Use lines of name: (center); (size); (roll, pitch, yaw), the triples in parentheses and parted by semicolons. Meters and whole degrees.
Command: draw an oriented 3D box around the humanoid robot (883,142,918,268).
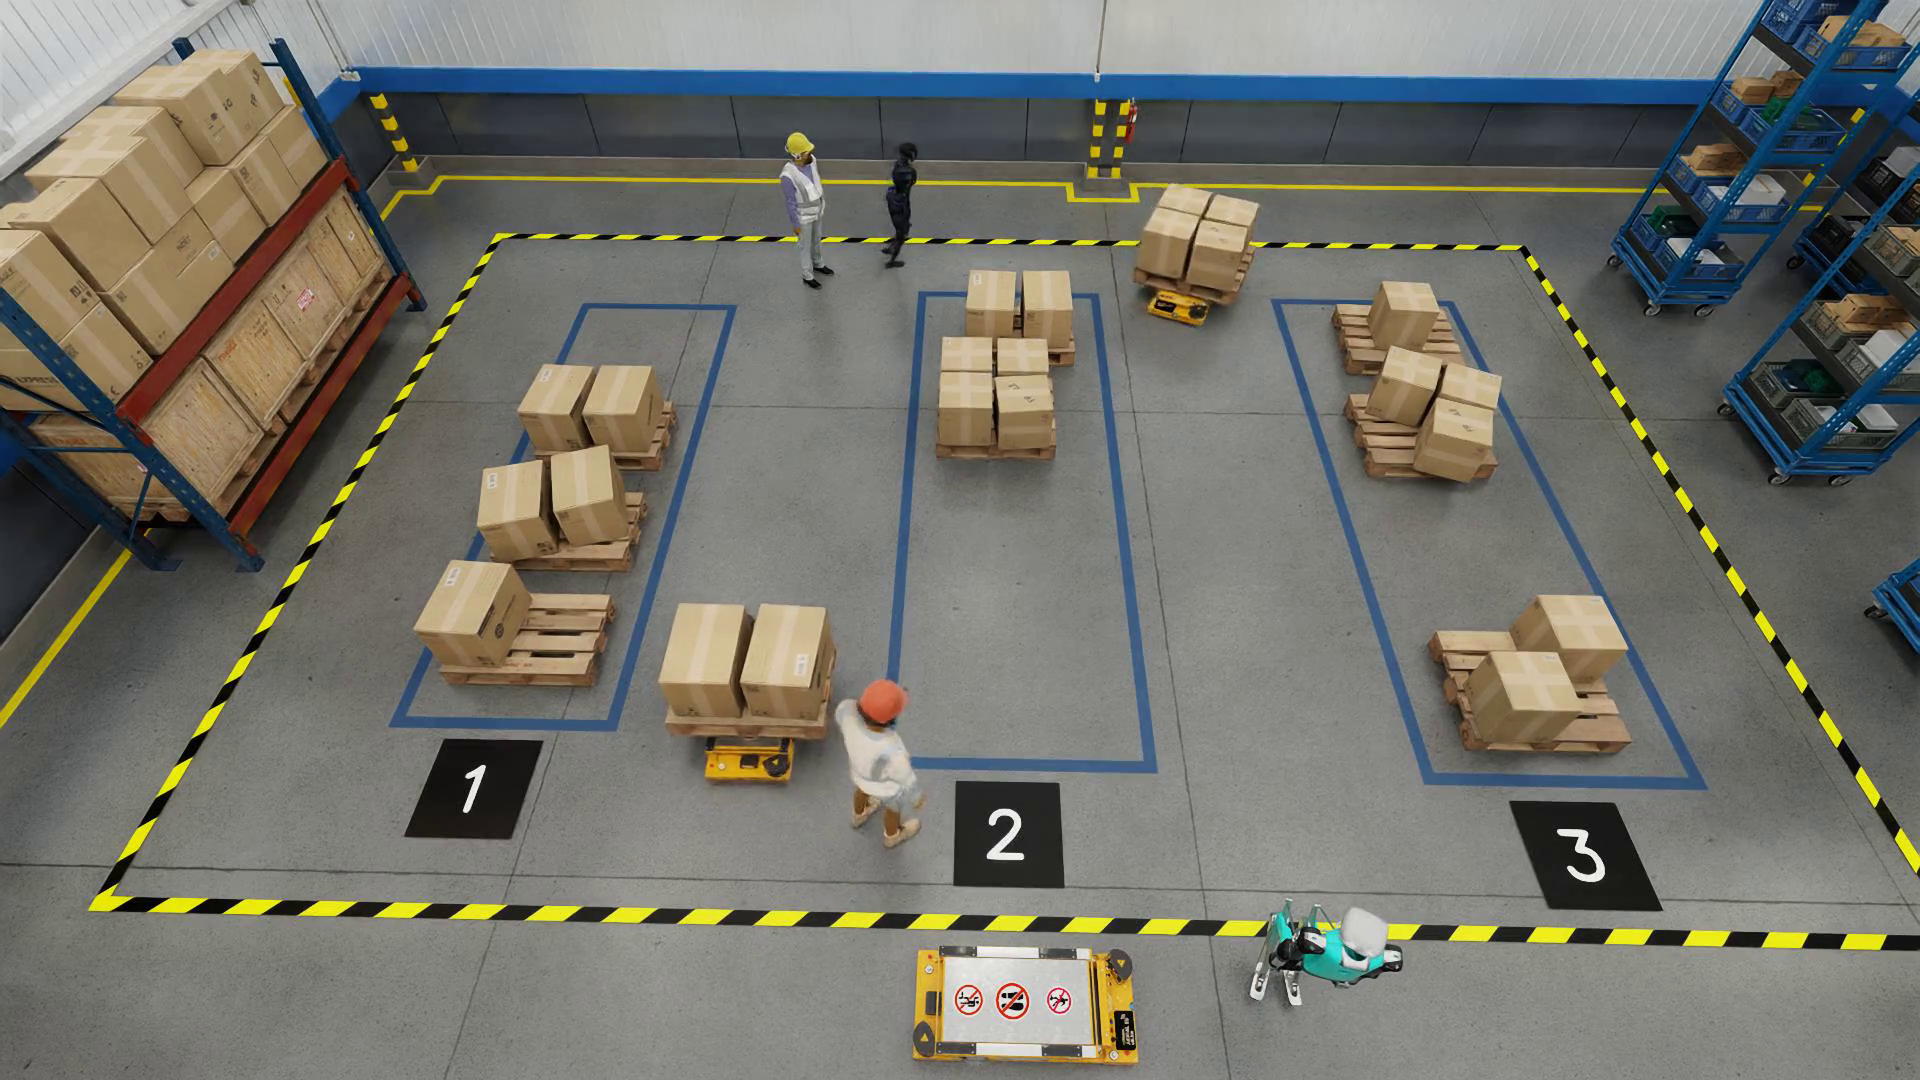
humanoid robot: (-0.710, -3.915, 10.775); (0.455, 1.626, 0.630); (-11, 52, -9)

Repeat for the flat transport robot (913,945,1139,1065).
flat transport robot: (0.422, 3.041, 6.007); (1.431, 0.231, 0.659); (1, 51, 1)

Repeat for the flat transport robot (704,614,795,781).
flat transport robot: (-1.624, 1.245, 7.453); (0.652, 0.197, 1.431); (1, 51, 1)

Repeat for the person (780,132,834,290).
person: (-1.750, -3.785, 10.558); (0.403, 1.835, 0.599); (20, 54, 16)

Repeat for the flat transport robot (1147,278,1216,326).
flat transport robot: (2.776, -3.136, 11.024); (0.652, 0.197, 1.431); (18, 53, 14)

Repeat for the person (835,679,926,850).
person: (-0.519, 1.542, 6.098); (0.484, 2.020, 0.661); (-38, 60, -26)

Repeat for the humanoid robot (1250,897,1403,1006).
humanoid robot: (2.140, 2.376, 5.518); (0.533, 1.673, 0.735); (9, 51, 8)
